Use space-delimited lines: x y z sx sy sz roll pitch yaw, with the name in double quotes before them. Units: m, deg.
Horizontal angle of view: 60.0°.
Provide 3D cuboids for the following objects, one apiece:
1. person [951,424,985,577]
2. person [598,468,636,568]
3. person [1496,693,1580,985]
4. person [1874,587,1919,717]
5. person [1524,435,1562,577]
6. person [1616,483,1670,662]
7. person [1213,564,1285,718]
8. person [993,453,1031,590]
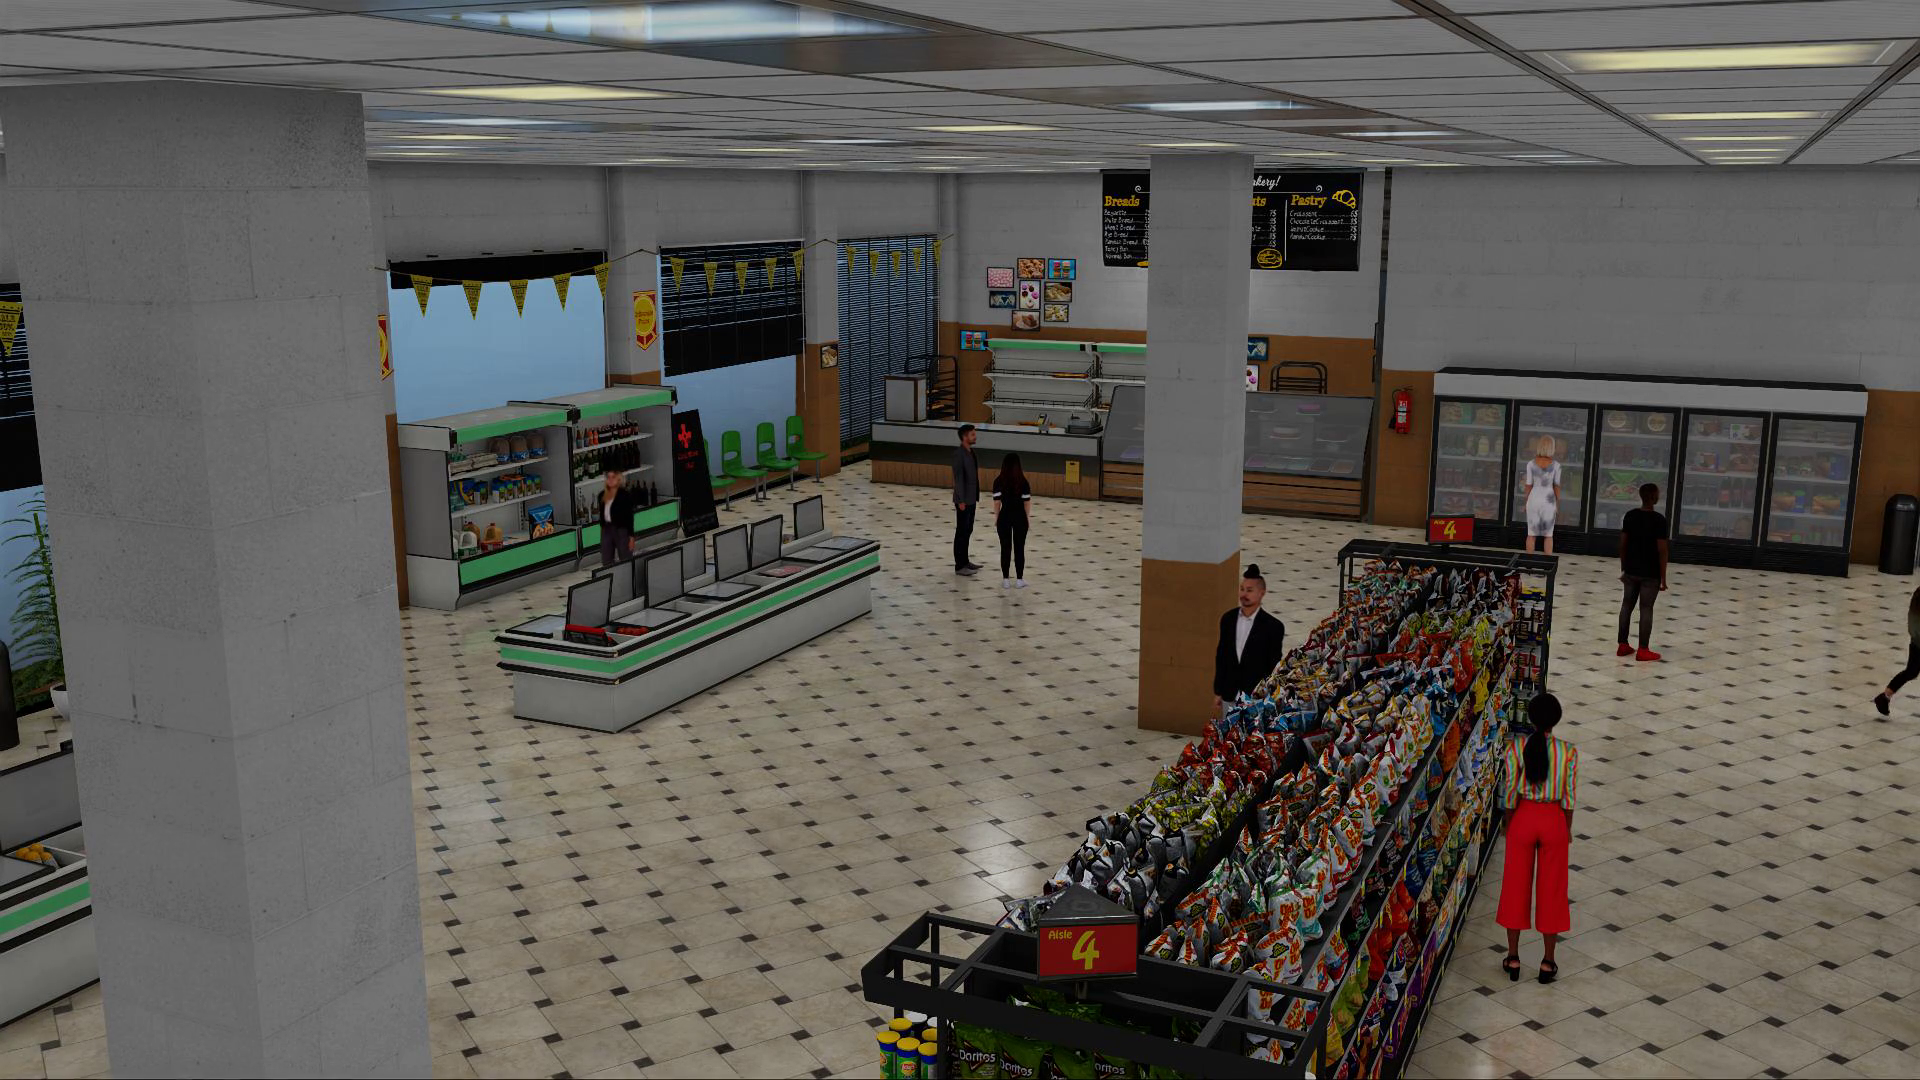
"person" 0.067 -0.516 20.650 0.780 1.874 0.598 3 12 14
"person" -3.827 -0.001 18.748 0.690 1.650 0.997 3 12 15
"person" 3.455 1.776 9.958 0.623 1.793 0.566 4 12 17
"person" 8.570 0.921 14.839 0.967 1.455 0.965 -2 12 -11
"person" 7.185 -0.429 20.537 0.558 1.750 0.491 5 13 24
"person" 6.919 0.312 16.883 0.705 1.804 0.721 -8 15 -35
"person" 2.194 1.135 12.628 0.770 1.948 0.706 10 16 41
"person" 0.624 -0.237 19.893 0.676 1.639 0.682 1 12 7
